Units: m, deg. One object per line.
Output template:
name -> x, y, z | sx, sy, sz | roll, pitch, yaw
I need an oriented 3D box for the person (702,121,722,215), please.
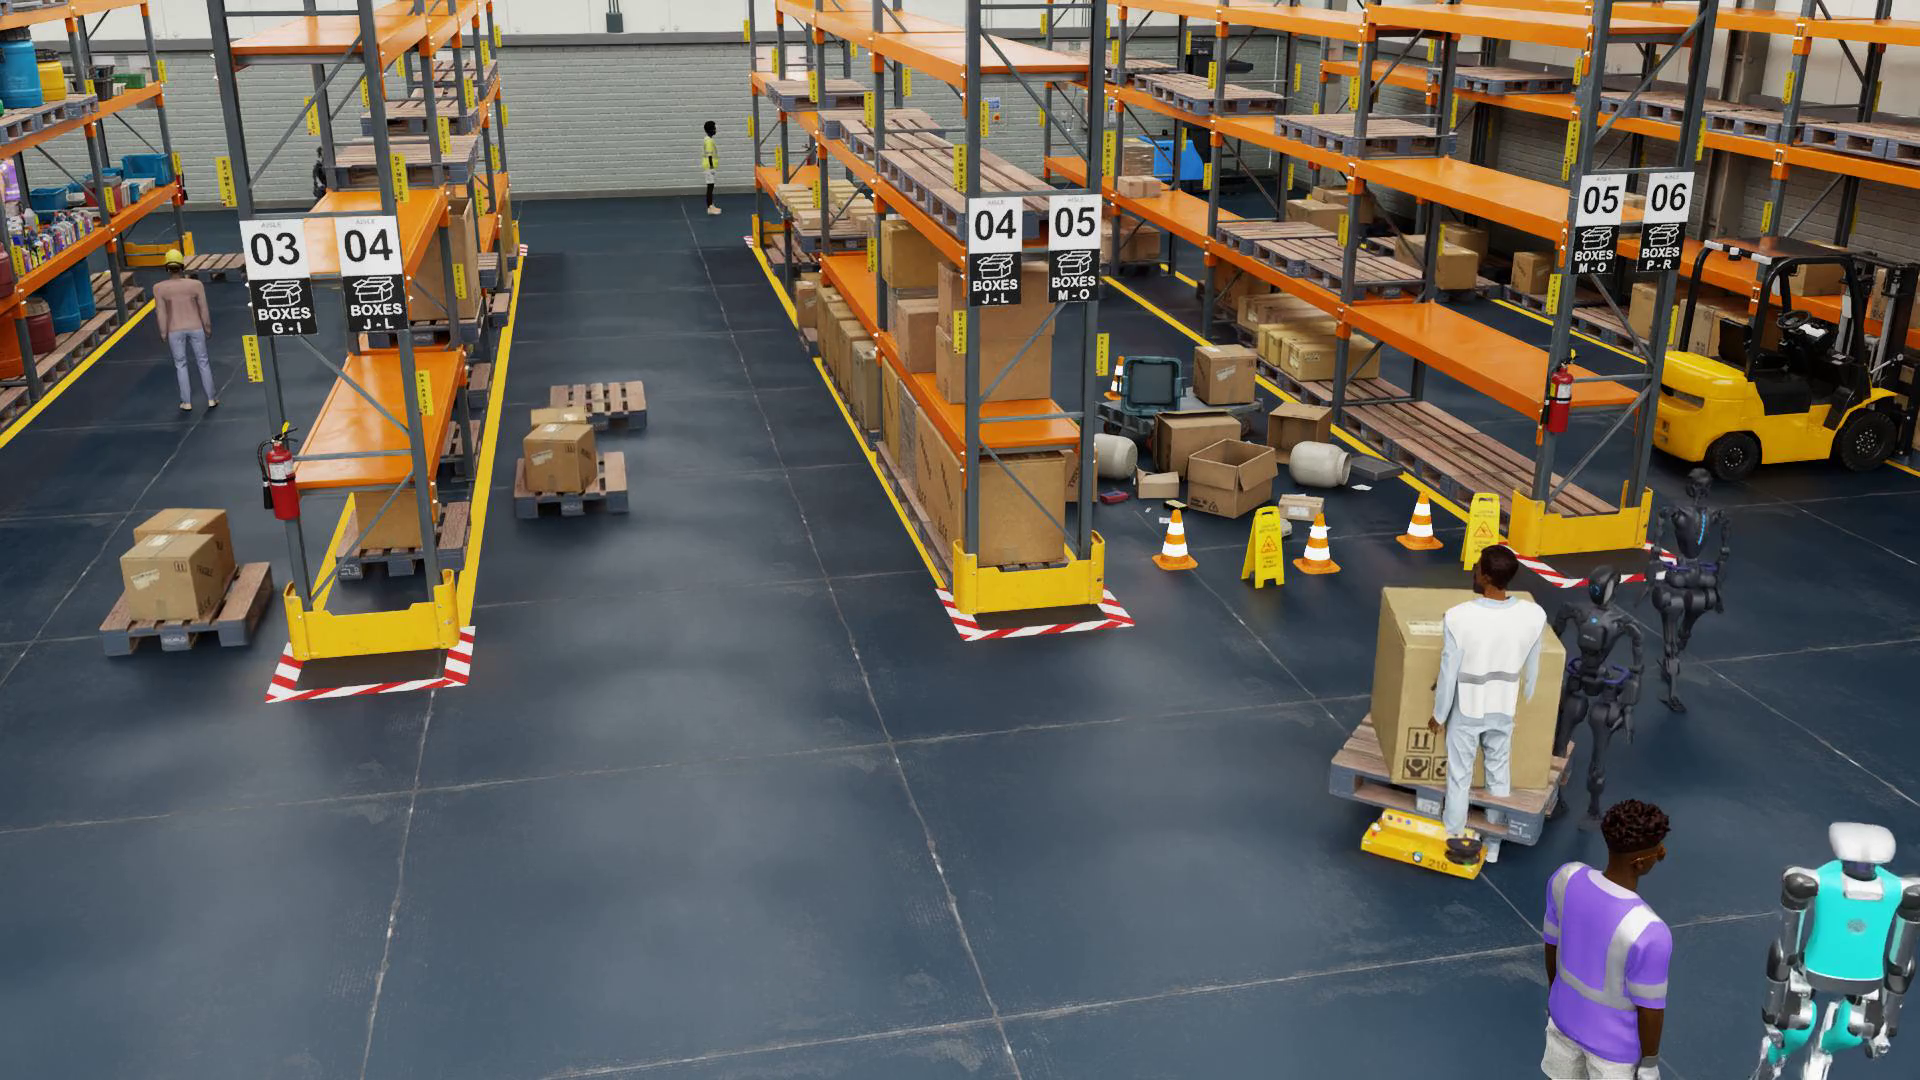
person -> -4.587, -6.857, 30.623 | 0.320, 1.694, 0.534 | -3, 21, -7

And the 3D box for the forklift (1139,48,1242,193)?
forklift -> 4.566, -8.313, 32.860 | 1.873, 2.768, 1.129 | -4, 21, -12

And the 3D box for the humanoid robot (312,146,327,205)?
humanoid robot -> -10.489, -5.647, 27.374 | 0.485, 1.643, 0.585 | 7, 21, 18

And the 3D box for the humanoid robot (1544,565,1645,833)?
humanoid robot -> 3.684, 0.922, 9.714 | 0.596, 1.655, 0.338 | 16, 26, 37

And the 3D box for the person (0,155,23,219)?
person -> -15.312, -5.500, 26.979 | 0.349, 1.688, 0.489 | 11, 23, 28

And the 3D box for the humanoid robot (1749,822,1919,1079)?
humanoid robot -> 3.616, 1.915, 7.060 | 0.548, 1.871, 0.821 | 5, 21, 13

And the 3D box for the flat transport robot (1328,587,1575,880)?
flat transport robot -> 2.937, 1.558, 10.007 | 0.659, 0.231, 1.431 | 12, 23, 28

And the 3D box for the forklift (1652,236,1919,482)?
forklift -> 8.013, -1.814, 16.330 | 2.313, 2.155, 1.214 | -4, 21, -12

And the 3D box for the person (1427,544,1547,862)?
person -> 2.928, 0.936, 9.310 | 0.595, 1.921, 0.382 | -3, 21, -8

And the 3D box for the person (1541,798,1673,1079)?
person -> 2.553, 1.916, 6.610 | 0.369, 1.966, 0.601 | -9, 22, -22

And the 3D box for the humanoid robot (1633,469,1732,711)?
humanoid robot -> 4.955, 0.295, 11.443 | 0.610, 1.623, 0.755 | -1, 20, -3

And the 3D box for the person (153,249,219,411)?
person -> -8.503, -2.302, 18.249 | 0.529, 1.767, 0.327 | -11, 23, -27
